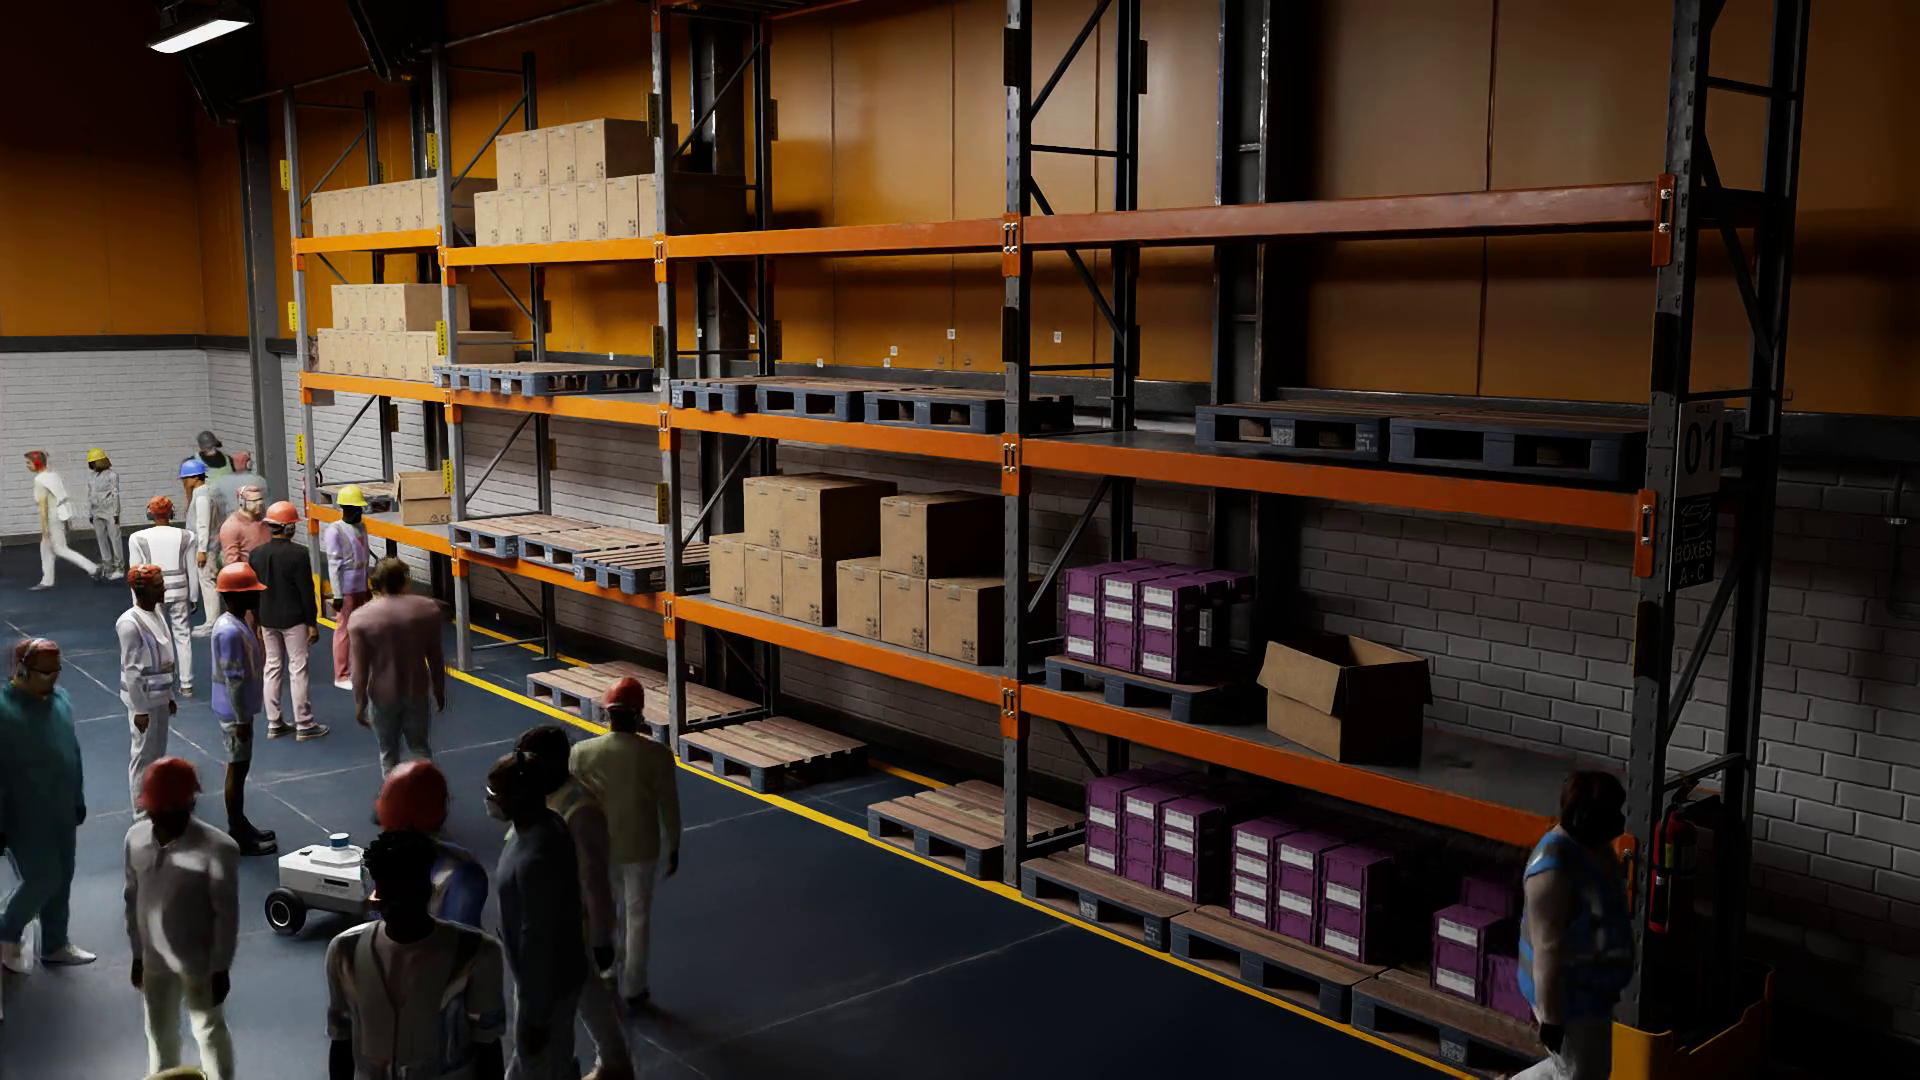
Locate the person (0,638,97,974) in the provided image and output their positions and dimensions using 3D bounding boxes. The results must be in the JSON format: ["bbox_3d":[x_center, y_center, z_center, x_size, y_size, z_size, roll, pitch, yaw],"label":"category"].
[{"bbox_3d":[-4.965,1.435,8.922,0.454,1.873,0.675,1,8,5],"label":"person"}]

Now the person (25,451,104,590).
[{"bbox_3d":[-11.312,-0.244,20.952,0.835,1.795,0.584,-2,8,-15],"label":"person"}]

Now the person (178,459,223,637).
[{"bbox_3d":[-8.263,0.084,18.153,0.420,1.933,0.618,-4,9,-25],"label":"person"}]

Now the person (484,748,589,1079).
[{"bbox_3d":[-1.647,1.758,6.538,0.369,1.930,0.624,-2,8,-15],"label":"person"}]

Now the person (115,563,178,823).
[{"bbox_3d":[-5.491,1.093,11.297,0.353,1.883,0.573,-1,8,-8],"label":"person"}]

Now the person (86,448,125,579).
[{"bbox_3d":[-11.256,-0.347,21.844,0.490,1.729,0.323,2,9,17],"label":"person"}]

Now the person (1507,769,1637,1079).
[{"bbox_3d":[2.406,1.791,6.678,0.621,1.826,0.625,6,10,36],"label":"person"}]

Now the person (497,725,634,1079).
[{"bbox_3d":[-1.853,1.700,7.395,0.971,1.787,0.657,-6,10,-38],"label":"person"}]

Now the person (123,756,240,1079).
[{"bbox_3d":[-3.340,1.762,7.111,0.566,1.748,0.352,3,9,17],"label":"person"}]

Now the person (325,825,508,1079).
[{"bbox_3d":[-1.796,1.889,5.500,0.600,1.957,0.367,0,8,3],"label":"person"}]

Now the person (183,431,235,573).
[{"bbox_3d":[-9.818,-0.520,21.960,1.037,2.000,0.708,5,9,30],"label":"person"}]

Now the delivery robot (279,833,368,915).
[{"bbox_3d":[-3.583,1.946,9.634,0.707,0.478,0.477,4,9,23],"label":"delivery robot"}]

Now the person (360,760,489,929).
[{"bbox_3d":[-1.966,1.763,6.191,0.656,2.013,0.513,6,10,34],"label":"person"}]

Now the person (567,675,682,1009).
[{"bbox_3d":[-1.726,1.555,8.588,0.586,1.733,0.378,-1,8,-4],"label":"person"}]

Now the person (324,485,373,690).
[{"bbox_3d":[-5.718,0.441,15.674,0.382,1.924,0.594,1,8,10],"label":"person"}]

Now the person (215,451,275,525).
[{"bbox_3d":[-8.558,-0.137,19.962,0.655,1.860,1.012,1,8,10],"label":"person"}]

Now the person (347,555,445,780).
[{"bbox_3d":[-3.827,1.060,11.356,0.638,1.924,0.551,-6,10,-34],"label":"person"}]

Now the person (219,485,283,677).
[{"bbox_3d":[-6.749,0.420,15.894,0.403,1.906,0.652,1,8,8],"label":"person"}]

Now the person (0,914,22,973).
[{"bbox_3d":[-5.334,1.574,8.857,0.358,1.607,0.573,0,8,-3],"label":"person"}]

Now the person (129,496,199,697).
[{"bbox_3d":[-7.279,0.530,15.241,0.566,1.880,0.358,-6,10,-34],"label":"person"}]

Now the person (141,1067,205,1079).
[{"bbox_3d":[-2.018,2.188,4.184,0.569,1.740,0.411,2,8,13],"label":"person"}]

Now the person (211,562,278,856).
[{"bbox_3d":[-4.741,1.108,10.999,0.369,1.939,0.542,-3,9,-21],"label":"person"}]

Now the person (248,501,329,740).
[{"bbox_3d":[-5.598,0.671,13.835,0.609,1.996,0.383,3,9,18],"label":"person"}]
